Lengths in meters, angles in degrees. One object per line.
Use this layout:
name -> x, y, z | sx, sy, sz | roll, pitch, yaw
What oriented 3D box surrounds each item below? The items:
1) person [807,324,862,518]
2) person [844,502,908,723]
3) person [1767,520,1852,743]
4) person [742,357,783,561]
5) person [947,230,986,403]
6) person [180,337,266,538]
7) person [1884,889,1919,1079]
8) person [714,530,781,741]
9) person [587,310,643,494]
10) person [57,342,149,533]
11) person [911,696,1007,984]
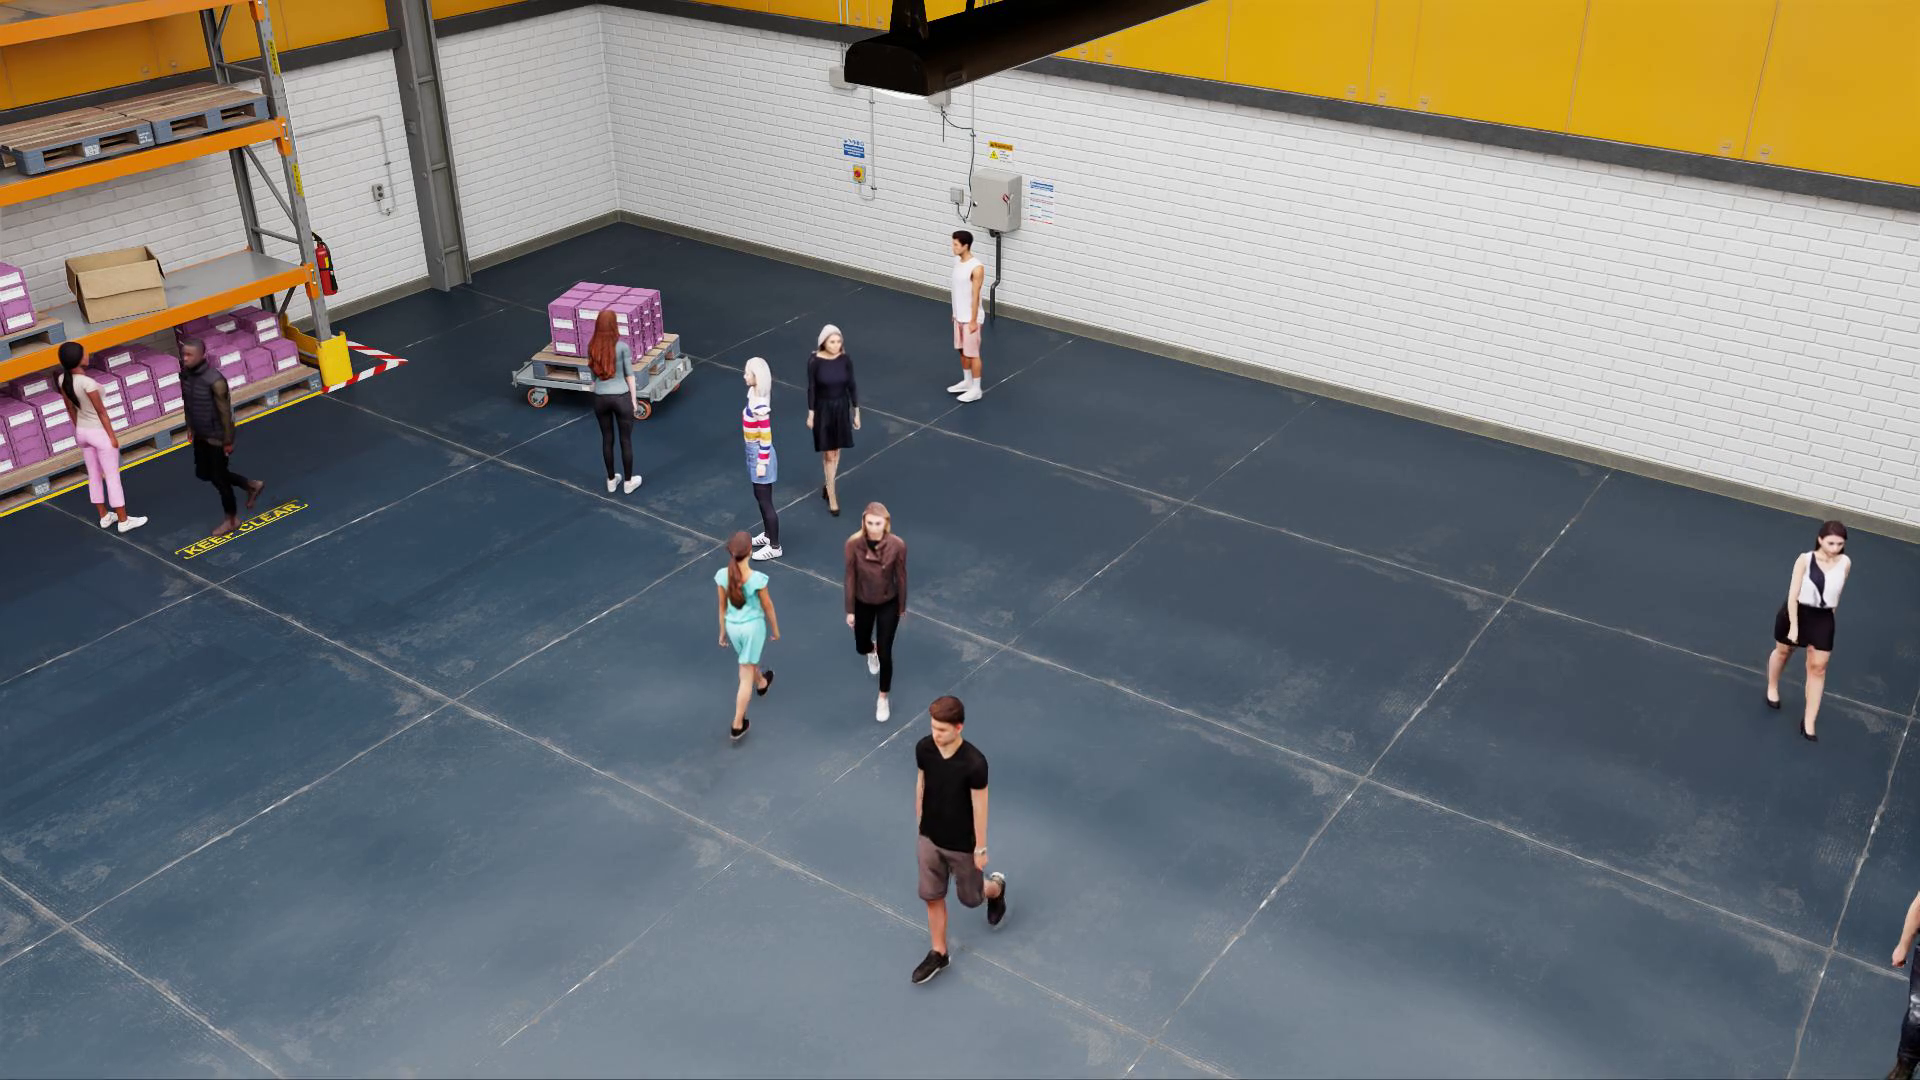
person -> -1.169, -1.122, 14.851 | 0.775, 1.739, 0.834 | -12, 31, -21
person -> -0.597, 0.444, 12.034 | 0.902, 1.686, 1.039 | 1, 29, 1
person -> 6.014, 0.550, 11.910 | 0.858, 1.619, 1.045 | 3, 29, 5
person -> -1.671, -0.693, 13.992 | 0.744, 1.809, 0.710 | -7, 29, -13
person -> 0.097, -2.300, 16.968 | 0.740, 1.779, 0.737 | -15, 32, -25
person -> -6.396, -0.930, 14.415 | 0.708, 1.819, 0.833 | 18, 33, 30
person -> 5.232, 2.151, 8.699 | 0.720, 1.884, 0.709 | 22, 35, 34
person -> -1.537, 0.686, 11.766 | 0.809, 1.518, 1.132 | 8, 30, 13
person -> -3.146, -1.253, 15.088 | 0.643, 1.741, 0.663 | 3, 29, 6
person -> -7.514, -0.899, 14.438 | 0.614, 1.744, 0.568 | 12, 31, 21
person -> 0.015, 1.673, 9.621 | 0.683, 1.840, 1.059 | 18, 33, 29
